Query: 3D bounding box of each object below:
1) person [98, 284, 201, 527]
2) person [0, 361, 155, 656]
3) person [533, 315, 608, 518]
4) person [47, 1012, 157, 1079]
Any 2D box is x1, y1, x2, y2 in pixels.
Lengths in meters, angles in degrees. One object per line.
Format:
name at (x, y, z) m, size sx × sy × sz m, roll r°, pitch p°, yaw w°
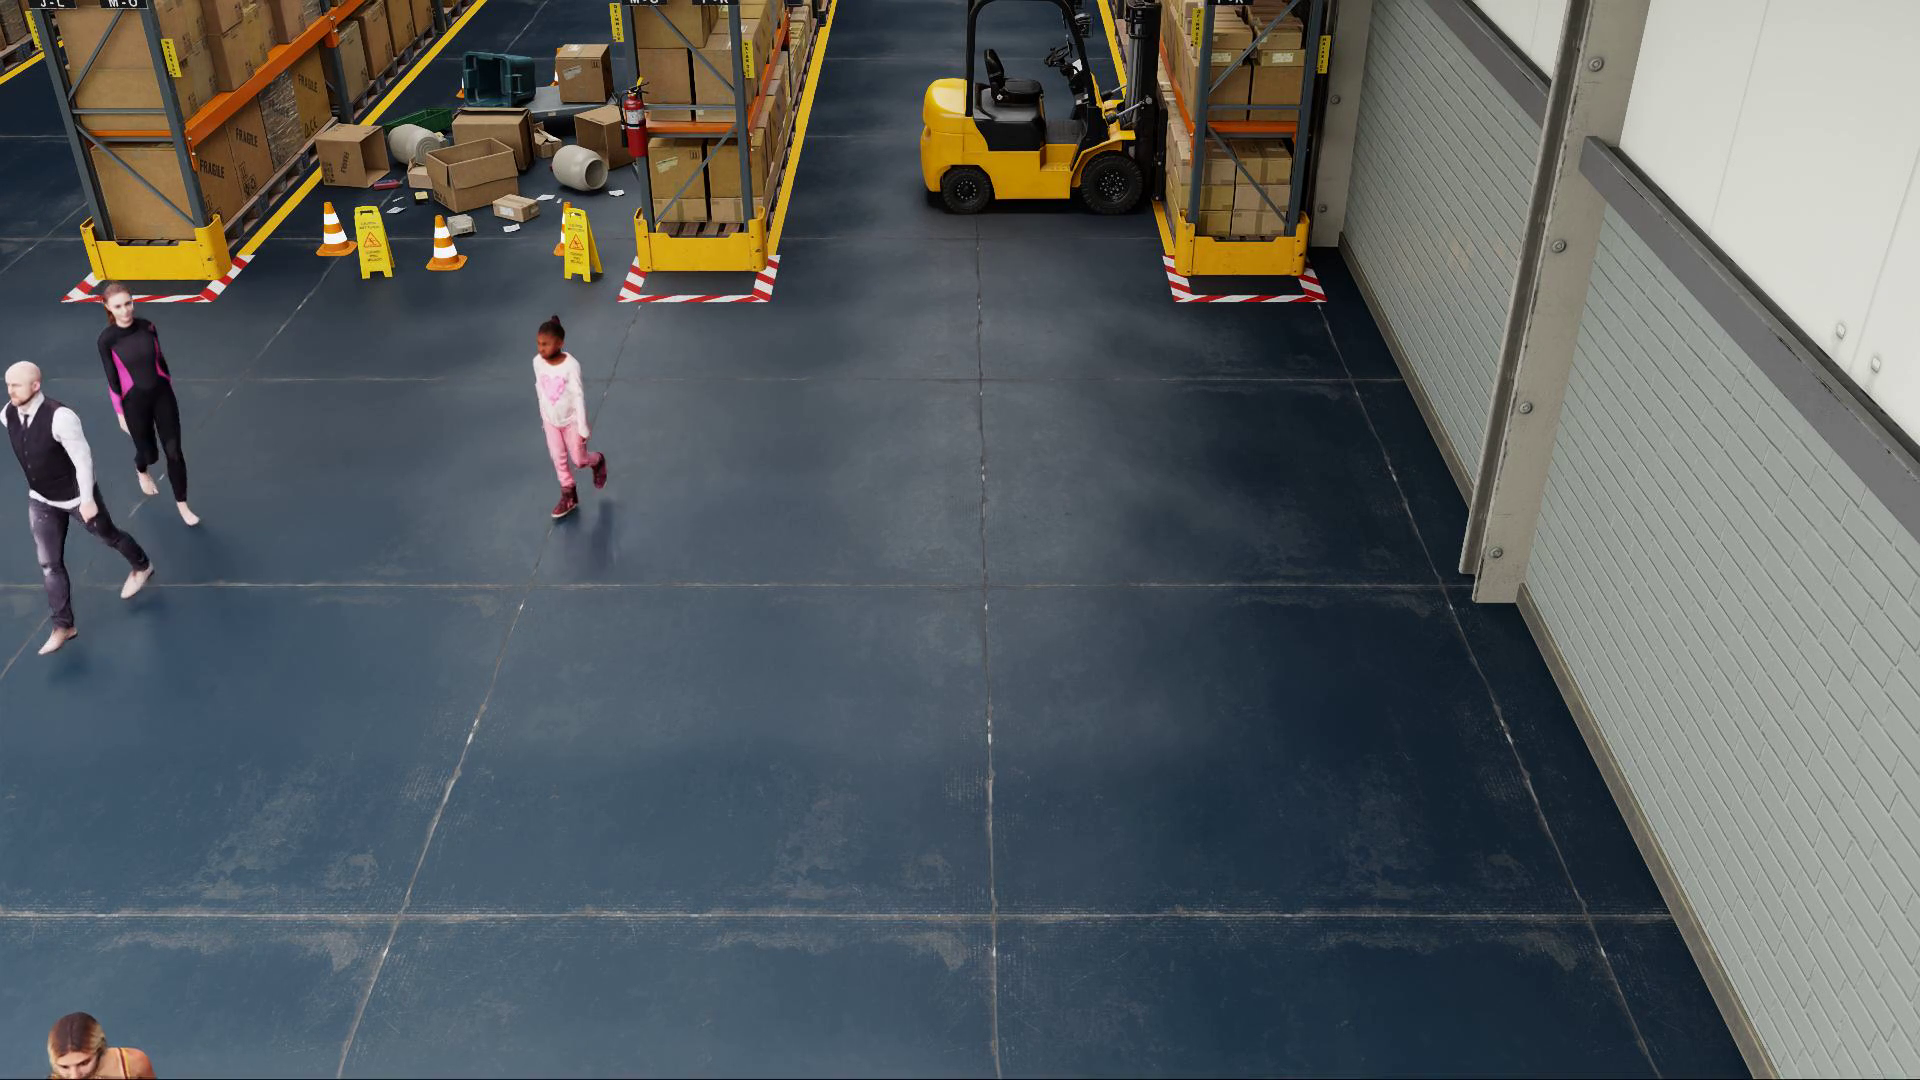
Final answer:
person at (-5.526, -0.944, 11.275) m, size 0.919 × 1.736 × 0.864 m, roll 27°, pitch 41°, yaw 36°
person at (-5.404, -0.285, 10.195) m, size 0.895 × 1.774 × 1.288 m, roll 8°, pitch 33°, yaw 12°
person at (-2.690, -0.873, 11.447) m, size 0.703 × 1.432 × 0.858 m, roll 12°, pitch 34°, yaw 18°
person at (-3.107, 2.338, 6.174) m, size 0.653 × 1.627 × 0.701 m, roll -25°, pitch 40°, yaw -34°
